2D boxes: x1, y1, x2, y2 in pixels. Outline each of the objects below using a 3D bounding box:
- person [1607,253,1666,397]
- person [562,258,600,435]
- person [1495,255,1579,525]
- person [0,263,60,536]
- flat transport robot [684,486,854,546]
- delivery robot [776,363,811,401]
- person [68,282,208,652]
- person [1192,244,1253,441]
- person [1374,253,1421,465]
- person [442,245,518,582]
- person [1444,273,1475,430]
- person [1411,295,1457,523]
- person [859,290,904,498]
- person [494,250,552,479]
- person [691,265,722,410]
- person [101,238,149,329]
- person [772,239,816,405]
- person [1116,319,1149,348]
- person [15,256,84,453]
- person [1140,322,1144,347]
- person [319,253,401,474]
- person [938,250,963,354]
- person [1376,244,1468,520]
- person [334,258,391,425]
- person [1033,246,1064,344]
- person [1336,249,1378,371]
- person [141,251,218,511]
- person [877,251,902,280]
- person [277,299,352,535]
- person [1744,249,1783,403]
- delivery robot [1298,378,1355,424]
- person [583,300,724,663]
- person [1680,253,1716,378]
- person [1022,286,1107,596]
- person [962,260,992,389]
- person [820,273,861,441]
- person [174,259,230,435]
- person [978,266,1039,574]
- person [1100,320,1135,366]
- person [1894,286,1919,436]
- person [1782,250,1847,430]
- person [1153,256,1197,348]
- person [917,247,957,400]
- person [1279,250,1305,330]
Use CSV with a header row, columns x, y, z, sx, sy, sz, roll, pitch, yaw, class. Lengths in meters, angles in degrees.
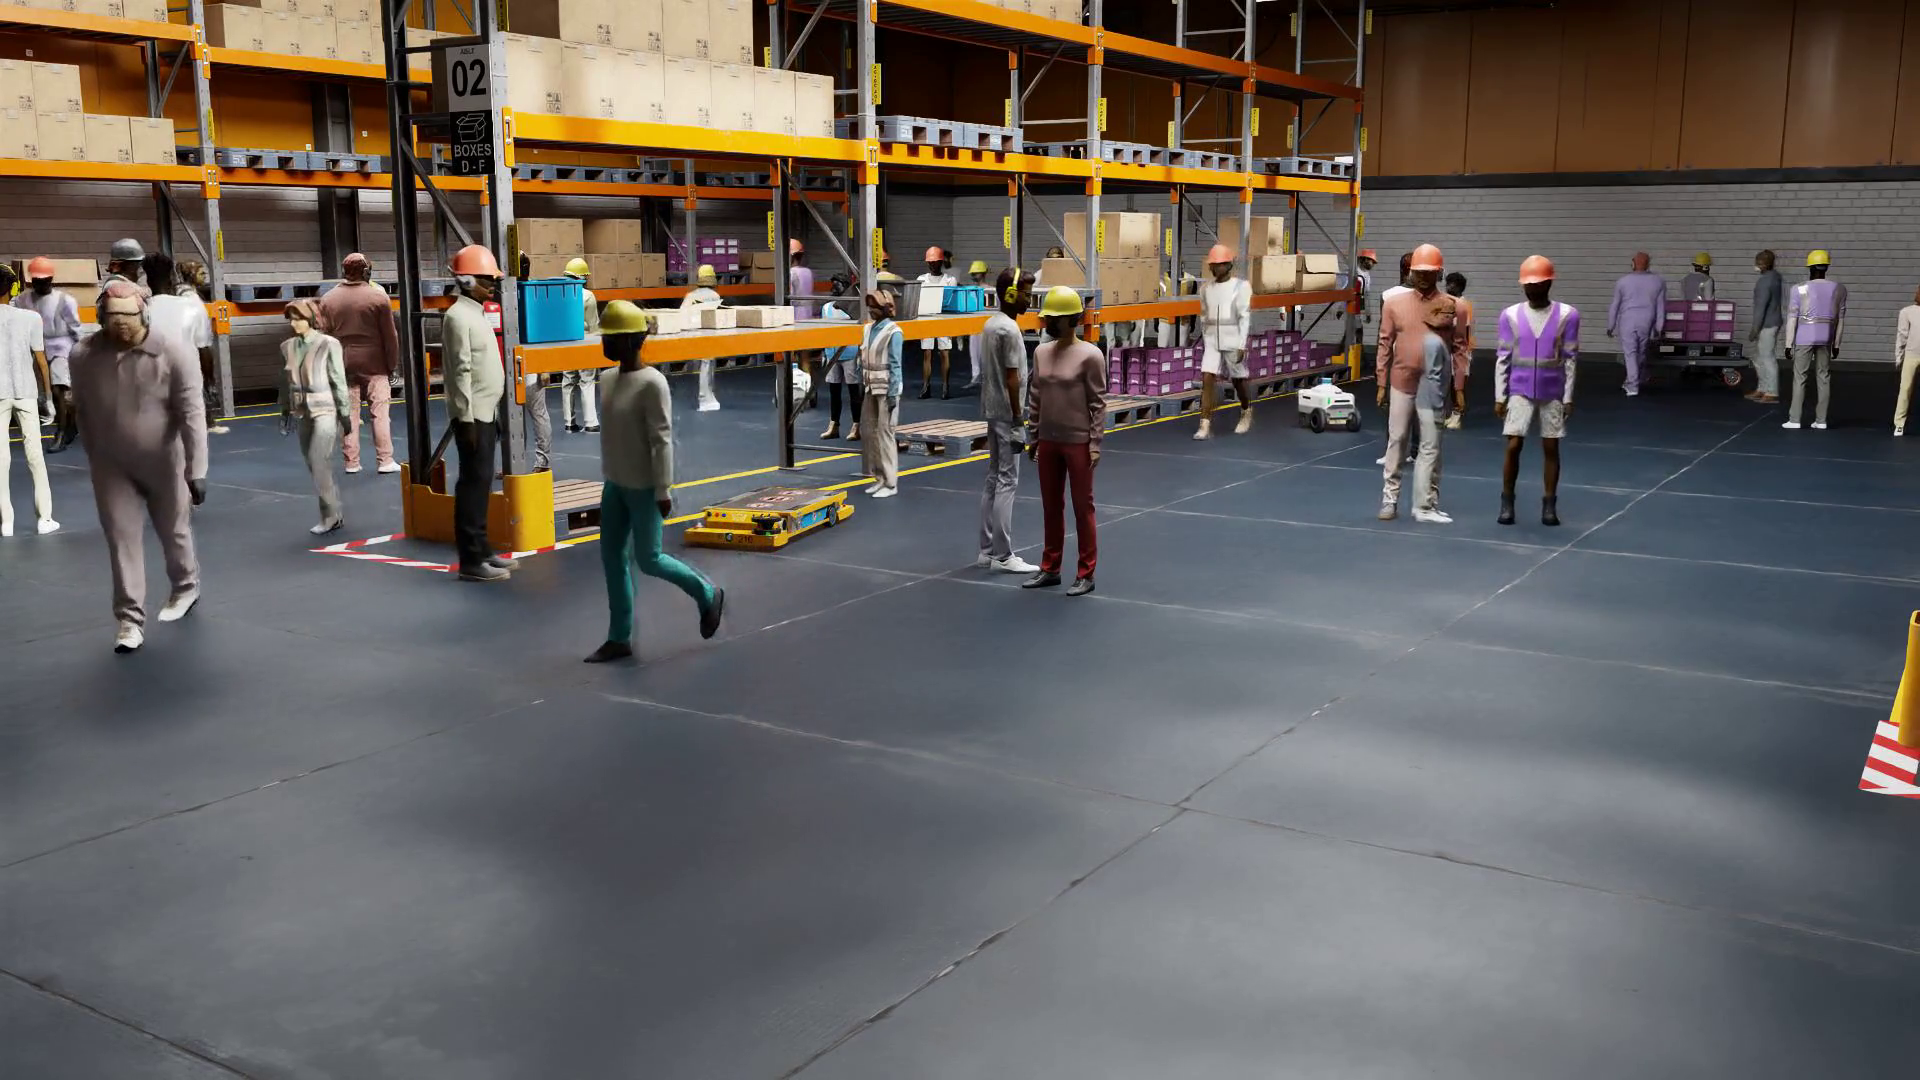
x,y,z,sx,sy,sz,roll,pitch,yaw,class
8.791,-2.803,21.677,0.664,1.852,0.986,1,10,5,person
-3.969,-2.013,17.363,0.592,1.833,0.404,5,11,27,person
4.061,-1.040,11.762,0.547,1.916,0.479,5,11,25,person
-6.514,-0.959,11.419,0.531,1.871,0.322,-5,11,-27,person
-1.297,-0.181,11.539,0.652,0.197,1.431,3,11,17,flat transport robot
-1.977,-1.857,19.779,0.477,0.478,0.707,0,10,1,delivery robot
-4.155,-0.402,8.494,0.648,1.827,1.071,-2,10,-12,person
2.738,-2.039,17.092,0.606,1.995,1.065,6,12,32,person
4.012,-1.603,14.891,0.602,1.910,0.393,-3,11,-15,person
-2.884,-0.757,9.953,0.395,1.992,0.623,-1,10,-4,person
5.367,-2.025,17.915,0.317,1.662,0.615,1,10,3,person
3.421,-0.939,11.975,0.294,1.630,0.504,3,11,14,person
-0.611,-1.150,13.121,0.322,1.632,0.545,-6,12,-32,person
-3.687,-1.463,14.019,0.630,1.940,0.373,5,11,25,person
-2.974,-2.416,19.893,0.540,1.717,0.582,9,14,42,person
-7.251,-1.632,14.675,0.535,2.000,0.684,-4,11,-22,person
-2.025,-2.676,20.462,0.423,2.038,0.625,6,12,32,person
2.657,-3.509,25.768,0.592,1.800,0.780,1,10,7,person
-8.730,-1.808,16.109,0.562,1.890,0.870,0,10,0,person
2.968,-4.059,28.254,0.623,1.990,0.397,7,12,32,person
-5.164,-1.518,14.405,0.642,1.913,0.409,0,10,2,person
-0.170,-4.237,29.646,0.530,1.850,0.635,4,11,21,person
3.315,-1.113,11.962,0.634,1.985,0.473,3,11,14,person
-6.545,-2.175,18.276,0.625,1.837,0.428,-9,14,-42,person
1.223,-2.835,21.621,0.632,1.940,0.372,-6,12,-30,person
6.213,-3.569,25.869,0.884,1.870,0.626,7,12,34,person
-5.832,-1.152,12.277,0.610,1.941,0.744,-3,11,-17,person
-1.029,-2.881,21.992,0.553,1.898,0.755,-3,11,-16,person
-4.445,-0.830,11.383,0.535,1.616,0.520,4,11,22,person
9.994,-2.638,20.630,0.491,1.906,0.669,6,12,29,person
3.890,-1.477,17.671,0.477,0.478,0.707,-3,11,-16,delivery robot
-1.505,-0.284,8.036,0.639,1.750,0.528,-10,14,-44,person
10.888,-3.305,24.517,0.403,1.835,0.588,-4,11,-21,person
0.588,-0.561,9.507,0.533,1.765,0.325,9,14,42,person
0.338,-2.920,22.616,0.578,1.751,0.534,-6,12,-28,person
-1.180,-1.849,16.826,0.536,1.696,0.322,6,12,30,person
-7.973,-1.973,17.148,0.637,1.829,0.527,-9,13,-40,person
0.294,-0.727,10.155,0.330,1.863,0.534,-3,11,-16,person
2.210,-3.170,23.588,0.596,1.892,0.657,2,10,8,person
9.897,-1.863,17.109,0.494,1.625,0.285,4,11,23,person
9.134,-2.136,17.811,0.588,1.918,0.397,1,10,4,person
2.979,-3.037,23.049,0.618,1.836,0.430,0,10,1,person
-0.309,-2.750,21.152,0.547,1.938,0.359,2,10,11,person
5.227,-3.628,26.196,0.581,1.879,0.348,-8,13,-37,person
